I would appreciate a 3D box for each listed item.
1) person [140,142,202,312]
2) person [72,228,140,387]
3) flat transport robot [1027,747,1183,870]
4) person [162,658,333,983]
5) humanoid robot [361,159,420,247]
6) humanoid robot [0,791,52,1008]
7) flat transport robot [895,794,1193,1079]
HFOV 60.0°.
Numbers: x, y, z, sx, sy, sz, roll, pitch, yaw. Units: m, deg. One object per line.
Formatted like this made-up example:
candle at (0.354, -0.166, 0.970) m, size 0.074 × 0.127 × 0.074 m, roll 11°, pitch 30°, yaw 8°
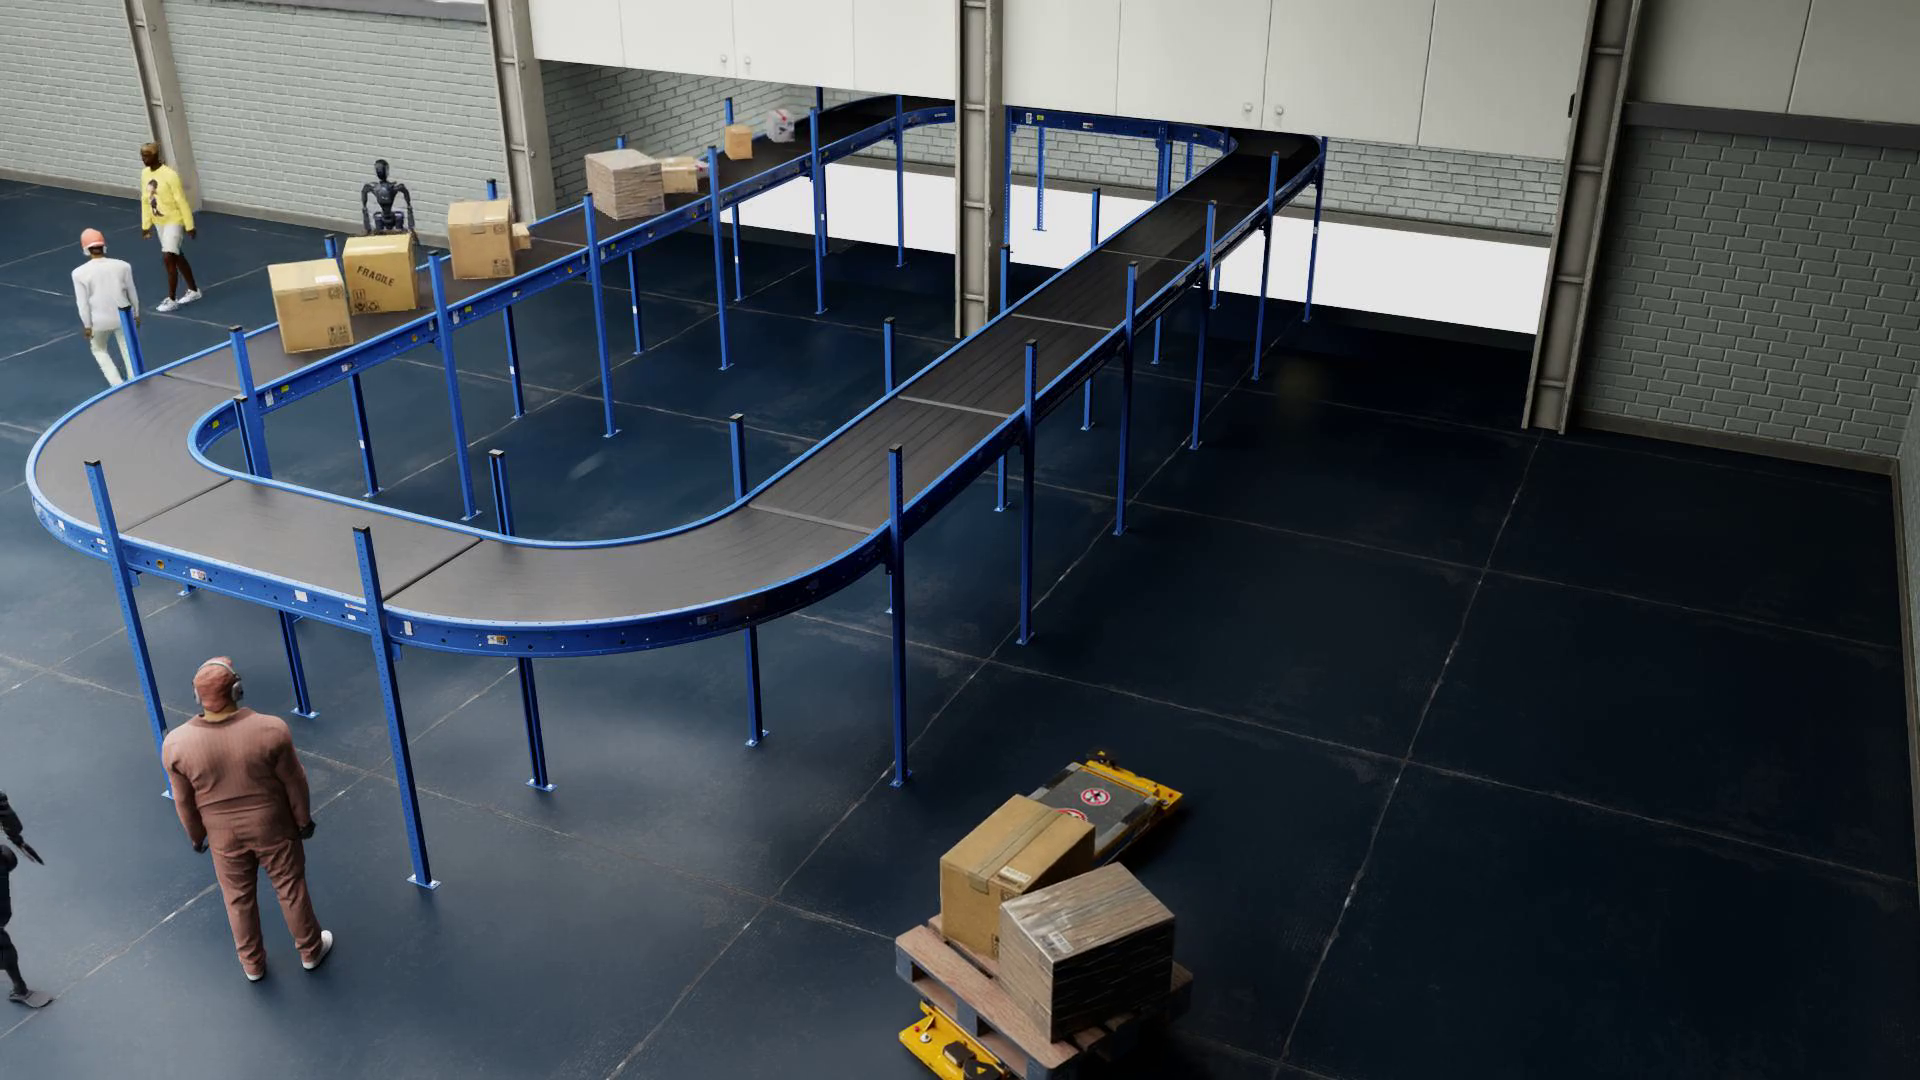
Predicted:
person at (-9.026, -3.519, 18.759) m, size 0.556 × 1.870 × 0.845 m, roll 13°, pitch 29°, yaw 24°
person at (-8.269, -2.170, 16.194) m, size 0.422 × 1.732 × 0.585 m, roll 22°, pitch 34°, yaw 37°
flat transport robot at (0.687, 1.732, 9.986) m, size 0.659 × 0.231 × 1.431 m, roll 19°, pitch 32°, yaw 34°
person at (-3.704, 1.468, 8.685) m, size 0.637 × 1.902 × 0.412 m, roll -7°, pitch 27°, yaw -13°
humanoid robot at (-6.544, -3.580, 19.113) m, size 0.620 × 1.648 × 0.467 m, roll -5°, pitch 27°, yaw -10°
humanoid robot at (-5.141, 1.664, 8.594) m, size 0.714 × 1.653 × 0.594 m, roll 8°, pitch 28°, yaw 16°
flat transport robot at (0.434, 2.394, 8.651) m, size 1.431 × 0.231 × 0.659 m, roll -20°, pitch 33°, yaw -35°
